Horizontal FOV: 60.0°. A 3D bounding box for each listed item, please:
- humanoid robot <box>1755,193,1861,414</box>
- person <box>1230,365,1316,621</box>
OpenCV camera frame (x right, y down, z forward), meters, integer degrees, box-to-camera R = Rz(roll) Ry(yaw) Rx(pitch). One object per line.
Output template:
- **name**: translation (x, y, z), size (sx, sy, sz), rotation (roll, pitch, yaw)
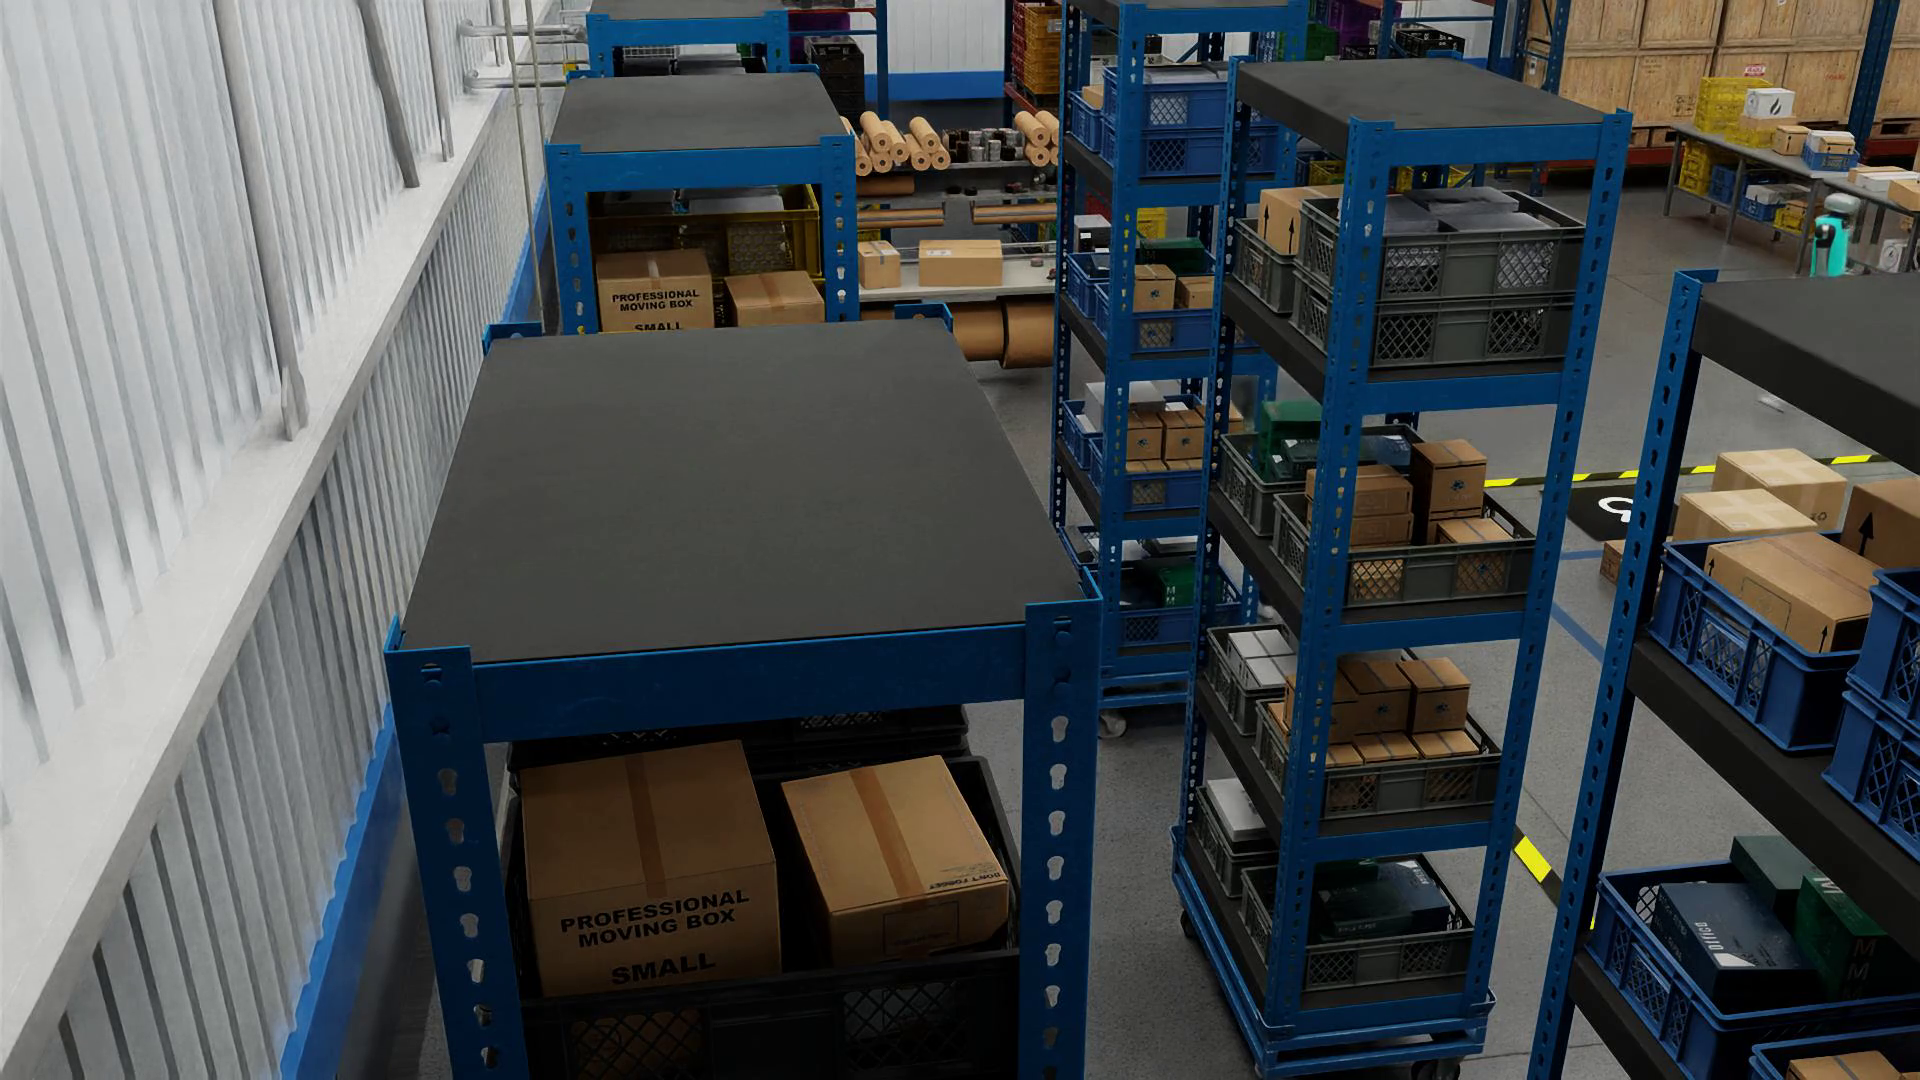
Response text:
- **humanoid robot**: translation (6.470, -1.606, 12.079), size (1.039, 1.754, 0.540), rotation (17, 30, 33)
- **person**: translation (1.769, -0.507, 9.563), size (0.594, 1.810, 0.898), rotation (-3, 25, -7)
